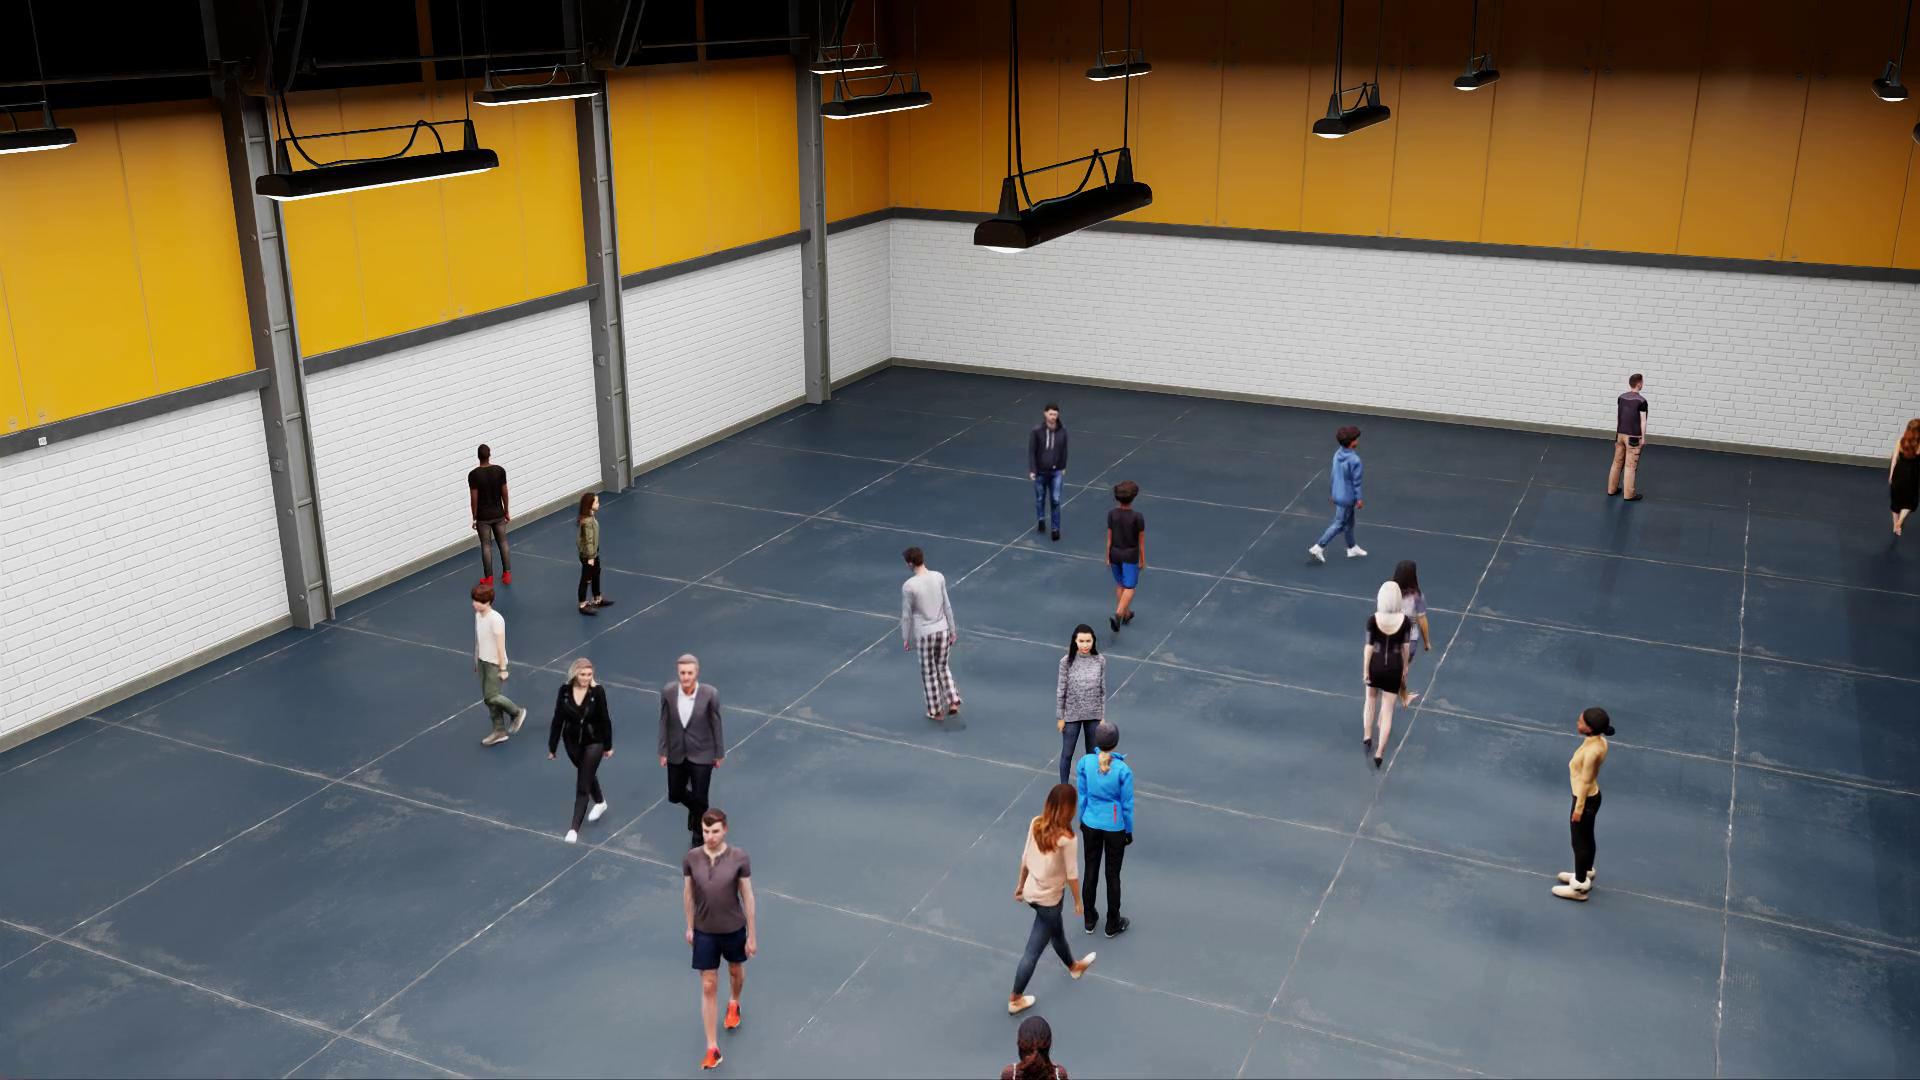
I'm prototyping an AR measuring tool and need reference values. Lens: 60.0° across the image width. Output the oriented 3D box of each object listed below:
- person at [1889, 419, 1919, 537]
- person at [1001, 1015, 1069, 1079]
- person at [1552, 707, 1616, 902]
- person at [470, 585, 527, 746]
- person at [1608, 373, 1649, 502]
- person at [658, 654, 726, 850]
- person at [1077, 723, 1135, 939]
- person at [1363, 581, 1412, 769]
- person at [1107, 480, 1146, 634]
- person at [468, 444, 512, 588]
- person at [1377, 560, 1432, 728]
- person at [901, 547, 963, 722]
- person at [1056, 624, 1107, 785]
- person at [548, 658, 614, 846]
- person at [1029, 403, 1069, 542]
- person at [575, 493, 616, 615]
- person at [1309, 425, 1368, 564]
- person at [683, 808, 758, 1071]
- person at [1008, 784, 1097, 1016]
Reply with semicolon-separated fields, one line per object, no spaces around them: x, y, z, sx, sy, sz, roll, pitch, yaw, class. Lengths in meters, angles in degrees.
12.714;-0.821;22.360;0.686;1.615;0.882;14;23;36;person
0.416;3.528;9.357;0.886;1.673;1.253;1;19;4;person
5.109;2.125;13.546;0.661;1.659;0.498;11;22;30;person
-4.515;1.201;16.312;0.697;1.644;0.805;16;25;40;person
9.681;-1.513;24.060;0.806;1.842;0.773;-9;21;-25;person
-2.295;1.803;14.246;0.927;1.821;1.072;1;19;4;person
1.127;2.249;12.962;0.619;1.796;0.519;10;21;26;person
4.027;1.305;15.747;0.702;1.808;0.915;4;19;12;person
1.857;0.218;19.028;0.596;1.773;1.040;8;20;23;person
-5.806;-0.315;20.561;0.657;1.806;0.775;-12;22;-31;person
4.380;1.075;16.631;0.859;1.680;1.235;16;25;40;person
-0.263;0.972;16.736;0.910;1.808;0.962;-6;20;-17;person
1.106;1.571;15.075;0.689;1.733;0.706;-3;19;-9;person
-3.257;1.786;14.597;0.905;1.630;1.230;3;19;8;person
1.159;-0.933;22.367;1.037;1.825;1.298;-1;19;-2;person
-4.432;0.152;19.699;0.795;1.471;0.726;-1;19;-3;person
4.877;-0.557;21.320;1.190;1.781;1.156;-6;19;-16;person
-1.647;2.691;11.639;0.983;1.802;1.249;0;19;0;person
0.546;2.619;11.951;1.186;1.739;0.950;-15;24;-38;person
